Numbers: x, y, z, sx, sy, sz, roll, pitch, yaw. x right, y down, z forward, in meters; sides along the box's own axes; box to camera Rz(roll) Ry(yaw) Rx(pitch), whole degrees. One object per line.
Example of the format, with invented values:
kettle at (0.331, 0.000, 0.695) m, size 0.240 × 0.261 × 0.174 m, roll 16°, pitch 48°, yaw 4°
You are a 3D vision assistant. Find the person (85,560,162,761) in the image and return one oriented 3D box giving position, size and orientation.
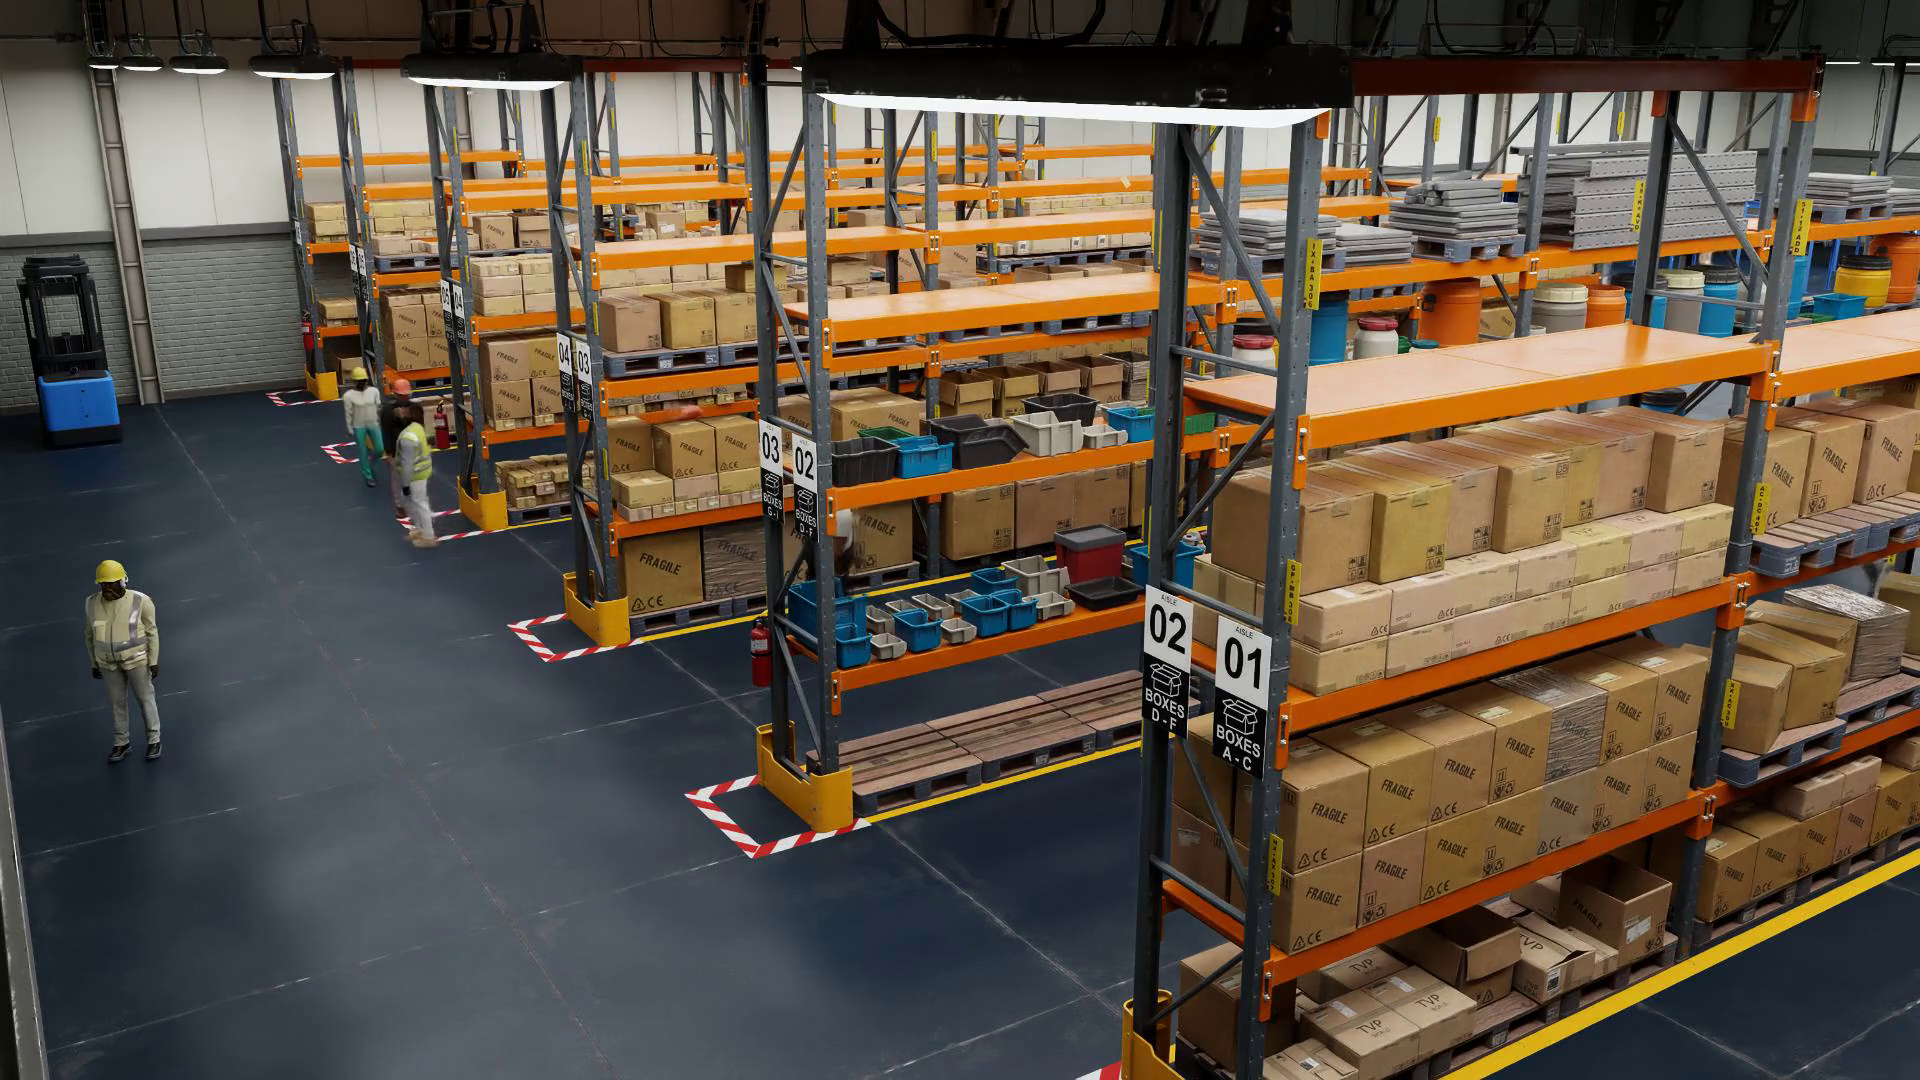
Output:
person at (-7.347, 1.051, 13.862) m, size 0.588 × 1.833 × 0.404 m, roll -2°, pitch 17°, yaw -7°

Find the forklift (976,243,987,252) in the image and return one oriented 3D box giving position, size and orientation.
forklift at (0.988, -5.474, 34.718) m, size 1.214 × 2.155 × 2.313 m, roll -10°, pitch 20°, yaw -31°

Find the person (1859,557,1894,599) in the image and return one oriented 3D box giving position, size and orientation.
person at (10.289, -0.109, 17.505) m, size 0.432 × 1.926 × 0.653 m, roll -14°, pitch 22°, yaw -39°

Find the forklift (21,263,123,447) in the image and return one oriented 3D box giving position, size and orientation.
forklift at (-14.518, -3.079, 25.708) m, size 1.129 × 2.768 × 1.873 m, roll -10°, pitch 20°, yaw -31°

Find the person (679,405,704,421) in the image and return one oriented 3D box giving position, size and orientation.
person at (-3.191, -0.643, 19.091) m, size 0.709 × 2.018 × 0.632 m, roll -12°, pitch 20°, yaw -33°

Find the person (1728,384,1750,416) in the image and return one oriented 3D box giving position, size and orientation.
person at (11.733, -1.989, 23.670) m, size 0.369 × 1.928 × 0.585 m, roll -2°, pitch 17°, yaw -6°

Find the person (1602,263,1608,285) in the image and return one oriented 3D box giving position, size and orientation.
person at (15.387, -6.337, 37.972) m, size 0.669 × 1.894 × 0.646 m, roll -1°, pitch 17°, yaw -4°

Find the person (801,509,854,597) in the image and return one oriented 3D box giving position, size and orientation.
person at (-1.383, 0.207, 16.349) m, size 0.560 × 2.000 × 0.704 m, roll -6°, pitch 18°, yaw -19°

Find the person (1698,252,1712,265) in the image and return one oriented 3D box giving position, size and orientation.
person at (19.392, -7.130, 41.025) m, size 0.526 × 1.625 × 0.531 m, roll -16°, pitch 23°, yaw -42°

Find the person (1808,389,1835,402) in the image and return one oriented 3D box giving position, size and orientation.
person at (12.746, -1.721, 23.341) m, size 0.514 × 1.590 × 0.821 m, roll 0°, pitch 17°, yaw 1°

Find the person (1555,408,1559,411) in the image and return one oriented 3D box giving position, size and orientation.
person at (9.727, -2.777, 26.302) m, size 0.971 × 1.906 × 0.621 m, roll -1°, pitch 17°, yaw -3°

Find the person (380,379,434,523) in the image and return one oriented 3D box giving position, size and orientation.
person at (-7.387, -1.189, 21.037) m, size 0.607 × 1.943 × 1.045 m, roll -12°, pitch 21°, yaw -34°

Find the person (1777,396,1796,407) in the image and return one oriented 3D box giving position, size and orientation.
person at (11.895, -1.719, 22.924) m, size 0.506 × 1.846 × 0.345 m, roll -12°, pitch 21°, yaw -35°

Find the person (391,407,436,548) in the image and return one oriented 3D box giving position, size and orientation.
person at (-6.979, -0.798, 19.939) m, size 0.589 × 1.820 × 0.650 m, roll -2°, pitch 17°, yaw -6°

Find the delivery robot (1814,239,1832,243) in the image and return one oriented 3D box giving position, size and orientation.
delivery robot at (28.589, -10.070, 52.396) m, size 0.477 × 0.478 × 0.707 m, roll -11°, pitch 20°, yaw -31°

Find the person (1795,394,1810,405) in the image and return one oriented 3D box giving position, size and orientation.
person at (14.518, -2.974, 27.049) m, size 0.429 × 1.839 × 0.634 m, roll -2°, pitch 17°, yaw -7°

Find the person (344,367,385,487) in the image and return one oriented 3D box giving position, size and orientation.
person at (-8.564, -1.629, 22.772) m, size 0.554 × 1.749 × 0.407 m, roll -13°, pitch 21°, yaw -37°
